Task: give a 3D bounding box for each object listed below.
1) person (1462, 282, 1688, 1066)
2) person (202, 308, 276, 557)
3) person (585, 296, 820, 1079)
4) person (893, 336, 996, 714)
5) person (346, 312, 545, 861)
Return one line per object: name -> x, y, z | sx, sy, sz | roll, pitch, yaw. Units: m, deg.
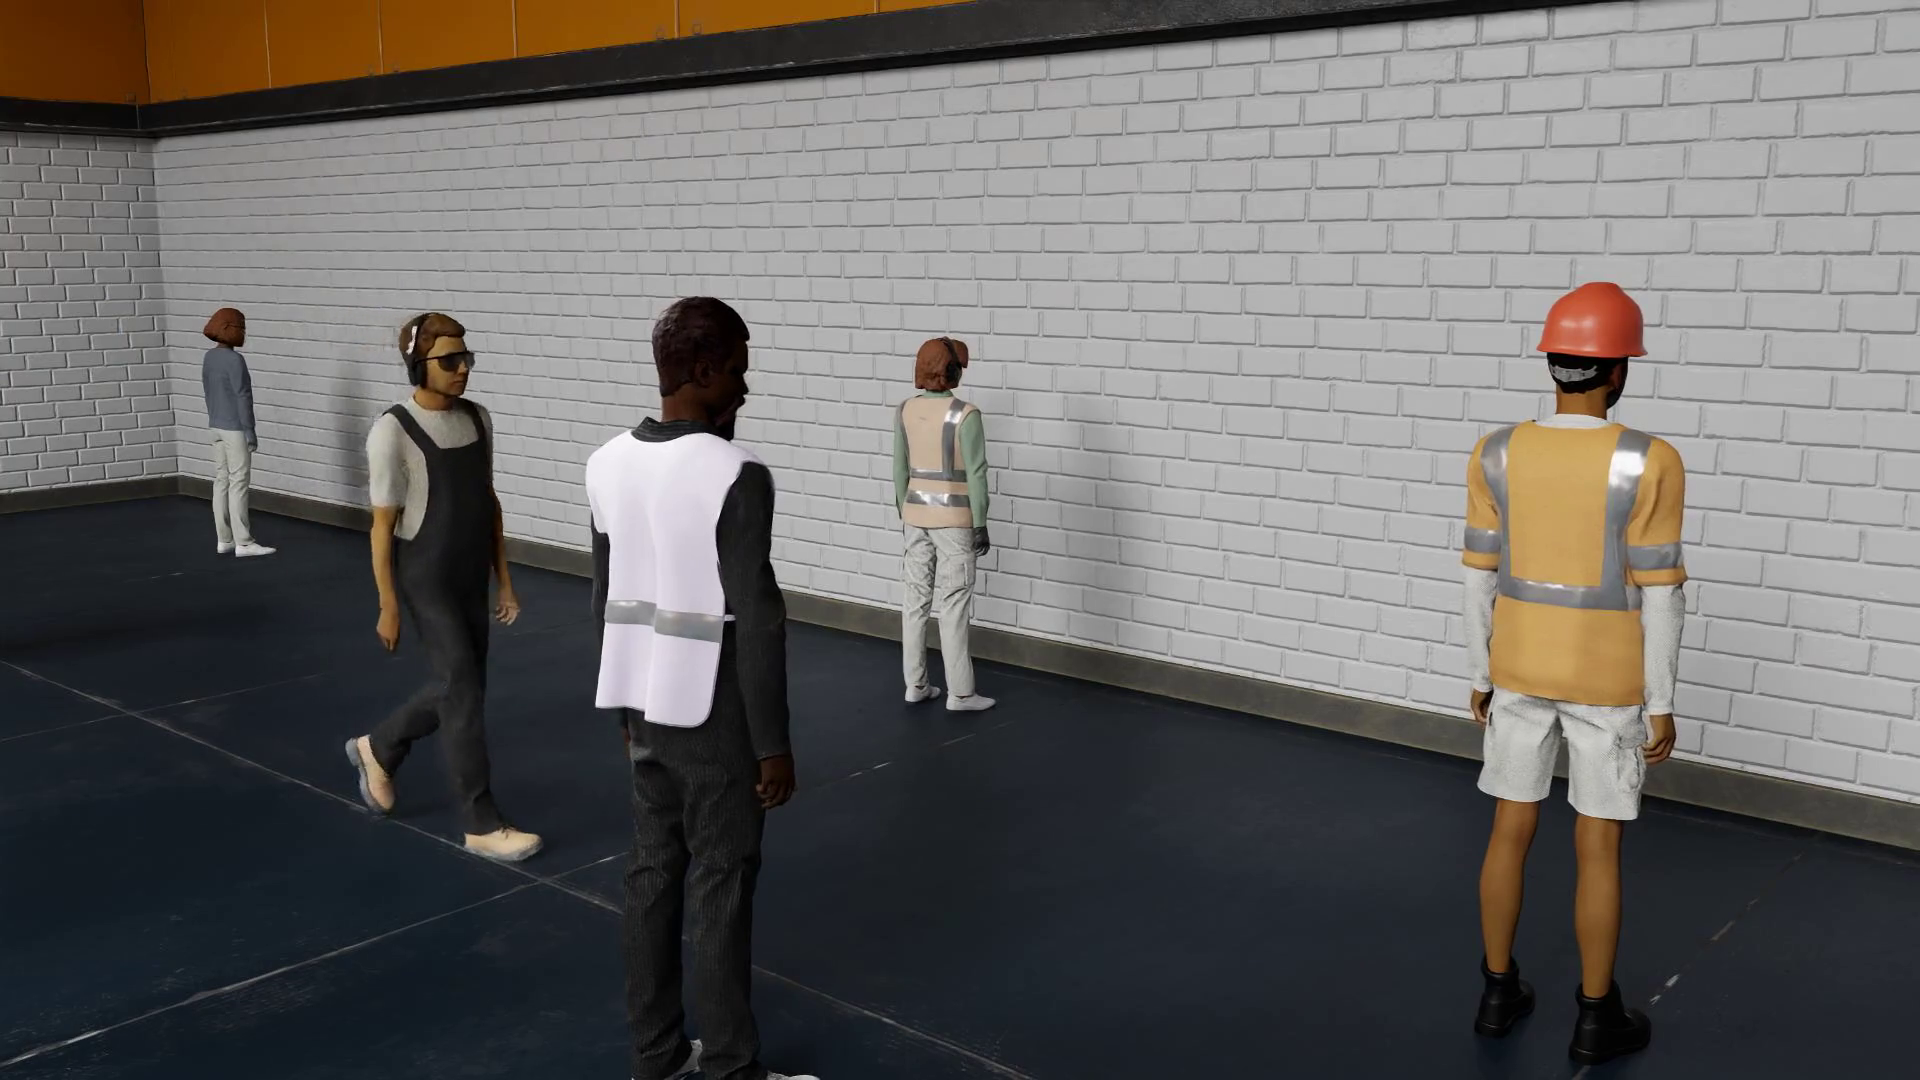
person -> 1.528, 0.334, 4.166 | 0.542, 1.939, 0.363 | 9, 13, 40
person -> -4.791, -0.709, 10.974 | 0.498, 1.633, 0.278 | 9, 13, 40
person -> -0.618, 0.406, 3.837 | 0.587, 1.914, 0.390 | 9, 13, 40
person -> -0.081, -0.062, 7.270 | 0.512, 1.642, 0.311 | 9, 13, 40
person -> -1.783, 0.151, 5.579 | 0.805, 1.822, 0.522 | 4, 11, 21
